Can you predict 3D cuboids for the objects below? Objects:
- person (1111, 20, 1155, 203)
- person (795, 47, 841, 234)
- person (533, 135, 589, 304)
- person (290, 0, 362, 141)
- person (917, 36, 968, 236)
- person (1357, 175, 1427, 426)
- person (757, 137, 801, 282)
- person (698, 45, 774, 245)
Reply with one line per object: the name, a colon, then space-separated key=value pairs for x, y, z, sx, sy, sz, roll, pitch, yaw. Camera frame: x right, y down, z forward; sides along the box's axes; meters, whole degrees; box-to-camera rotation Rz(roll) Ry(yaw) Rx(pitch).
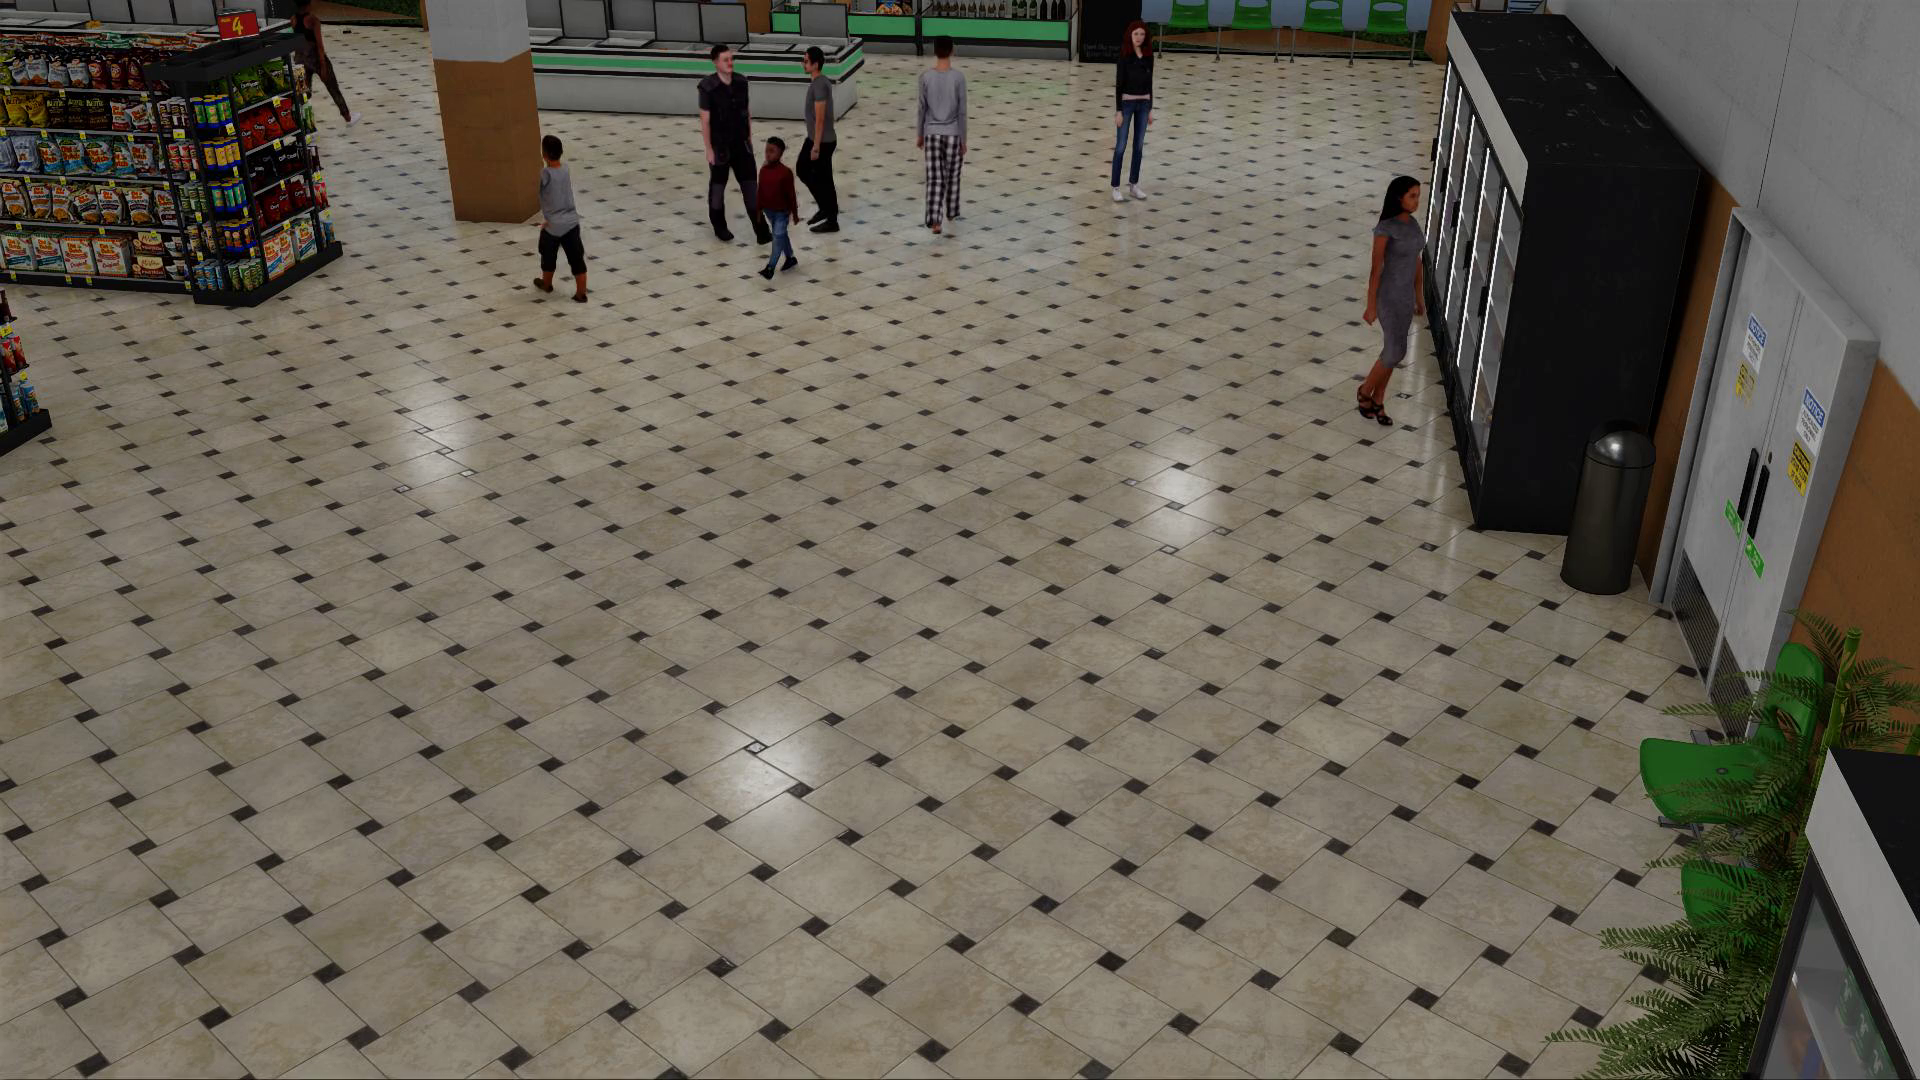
person: x=1.753 y=-4.332 z=16.802 sx=0.613 sy=1.789 sz=0.715 roll=-10 pitch=29 yaw=-19
person: x=-1.239 y=-3.792 z=15.786 sx=0.734 sy=1.744 sz=0.730 roll=-5 pitch=27 yaw=-10
person: x=-3.328 y=-2.710 z=13.996 sx=0.908 sy=1.434 sz=1.011 roll=-22 pitch=34 yaw=-37
person: x=-7.502 y=-5.417 z=19.100 sx=1.114 sy=1.644 sz=0.757 roll=9 pitch=28 yaw=17
person: x=-0.178 y=-3.743 z=15.631 sx=1.122 sy=1.797 sz=0.784 roll=2 pitch=27 yaw=4
person: x=2.931 y=-1.652 z=11.538 sx=0.727 sy=1.768 sz=0.773 roll=-22 pitch=34 yaw=-36
person: x=-1.571 y=-2.920 z=14.639 sx=0.875 sy=1.227 sz=0.783 roll=16 pitch=31 yaw=29
person: x=-2.201 y=-3.660 z=15.449 sx=1.148 sy=1.814 sz=1.227 roll=-20 pitch=33 yaw=-34
